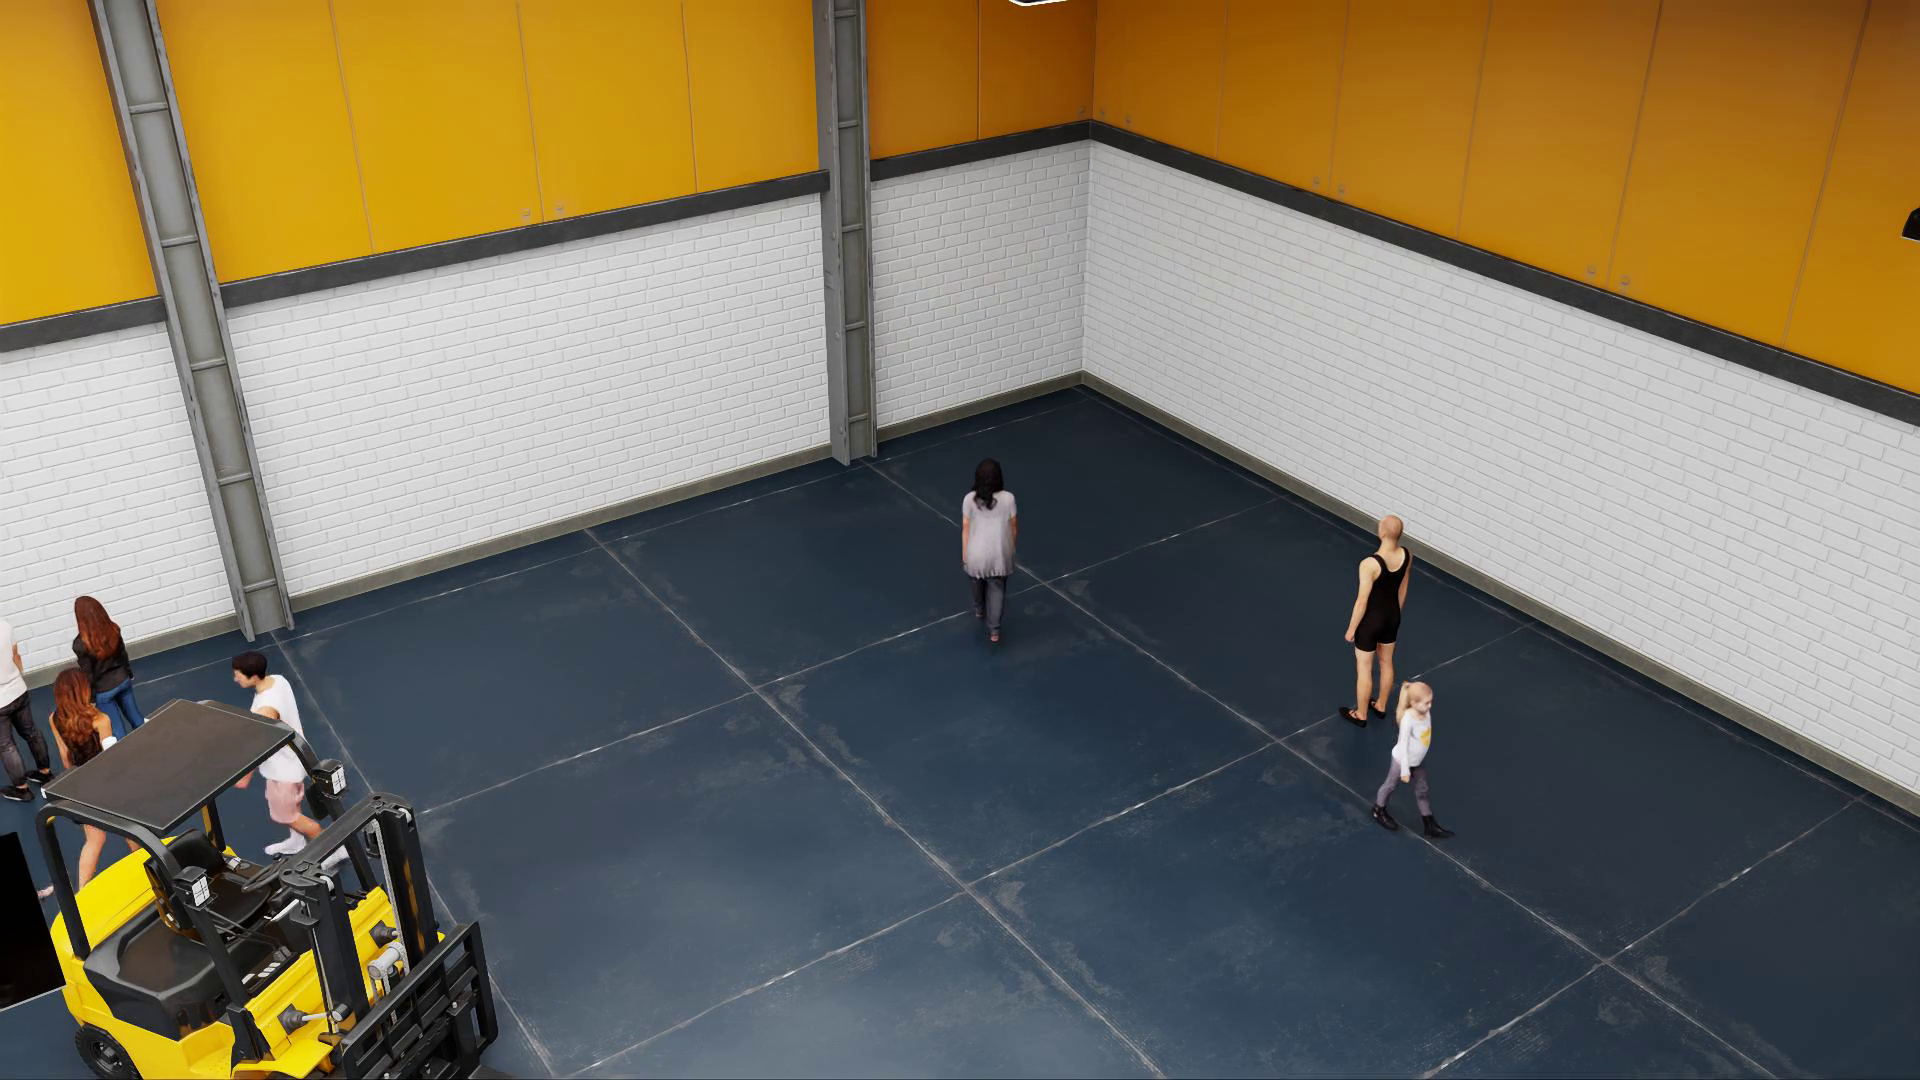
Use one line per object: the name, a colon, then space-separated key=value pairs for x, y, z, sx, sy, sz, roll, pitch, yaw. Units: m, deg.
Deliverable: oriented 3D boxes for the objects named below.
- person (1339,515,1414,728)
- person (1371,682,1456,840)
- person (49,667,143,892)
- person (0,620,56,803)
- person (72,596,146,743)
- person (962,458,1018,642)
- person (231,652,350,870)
person: x=3.232 y=0.620 z=12.831 sx=0.482 sy=1.816 sz=0.725 roll=-15 pitch=32 yaw=-25
person: x=3.109 y=1.524 z=11.757 sx=0.805 sy=1.257 sz=0.641 roll=-24 pitch=37 yaw=-37
person: x=-5.668 y=1.702 z=10.861 sx=1.111 sy=1.803 sz=1.081 roll=1 pitch=29 yaw=2
person: x=-6.944 y=1.113 z=12.030 sx=0.751 sy=1.718 sz=0.659 roll=9 pitch=30 yaw=16
person: x=-6.323 y=1.063 z=12.366 sx=0.699 sy=1.483 sz=0.594 roll=12 pitch=31 yaw=20
person: x=0.241 y=0.119 z=14.005 sx=1.077 sy=1.572 sz=1.051 roll=1 pitch=29 yaw=1
person: x=-4.503 y=1.512 z=11.254 sx=0.959 sy=1.760 sz=0.823 roll=-3 pitch=29 yaw=-6
